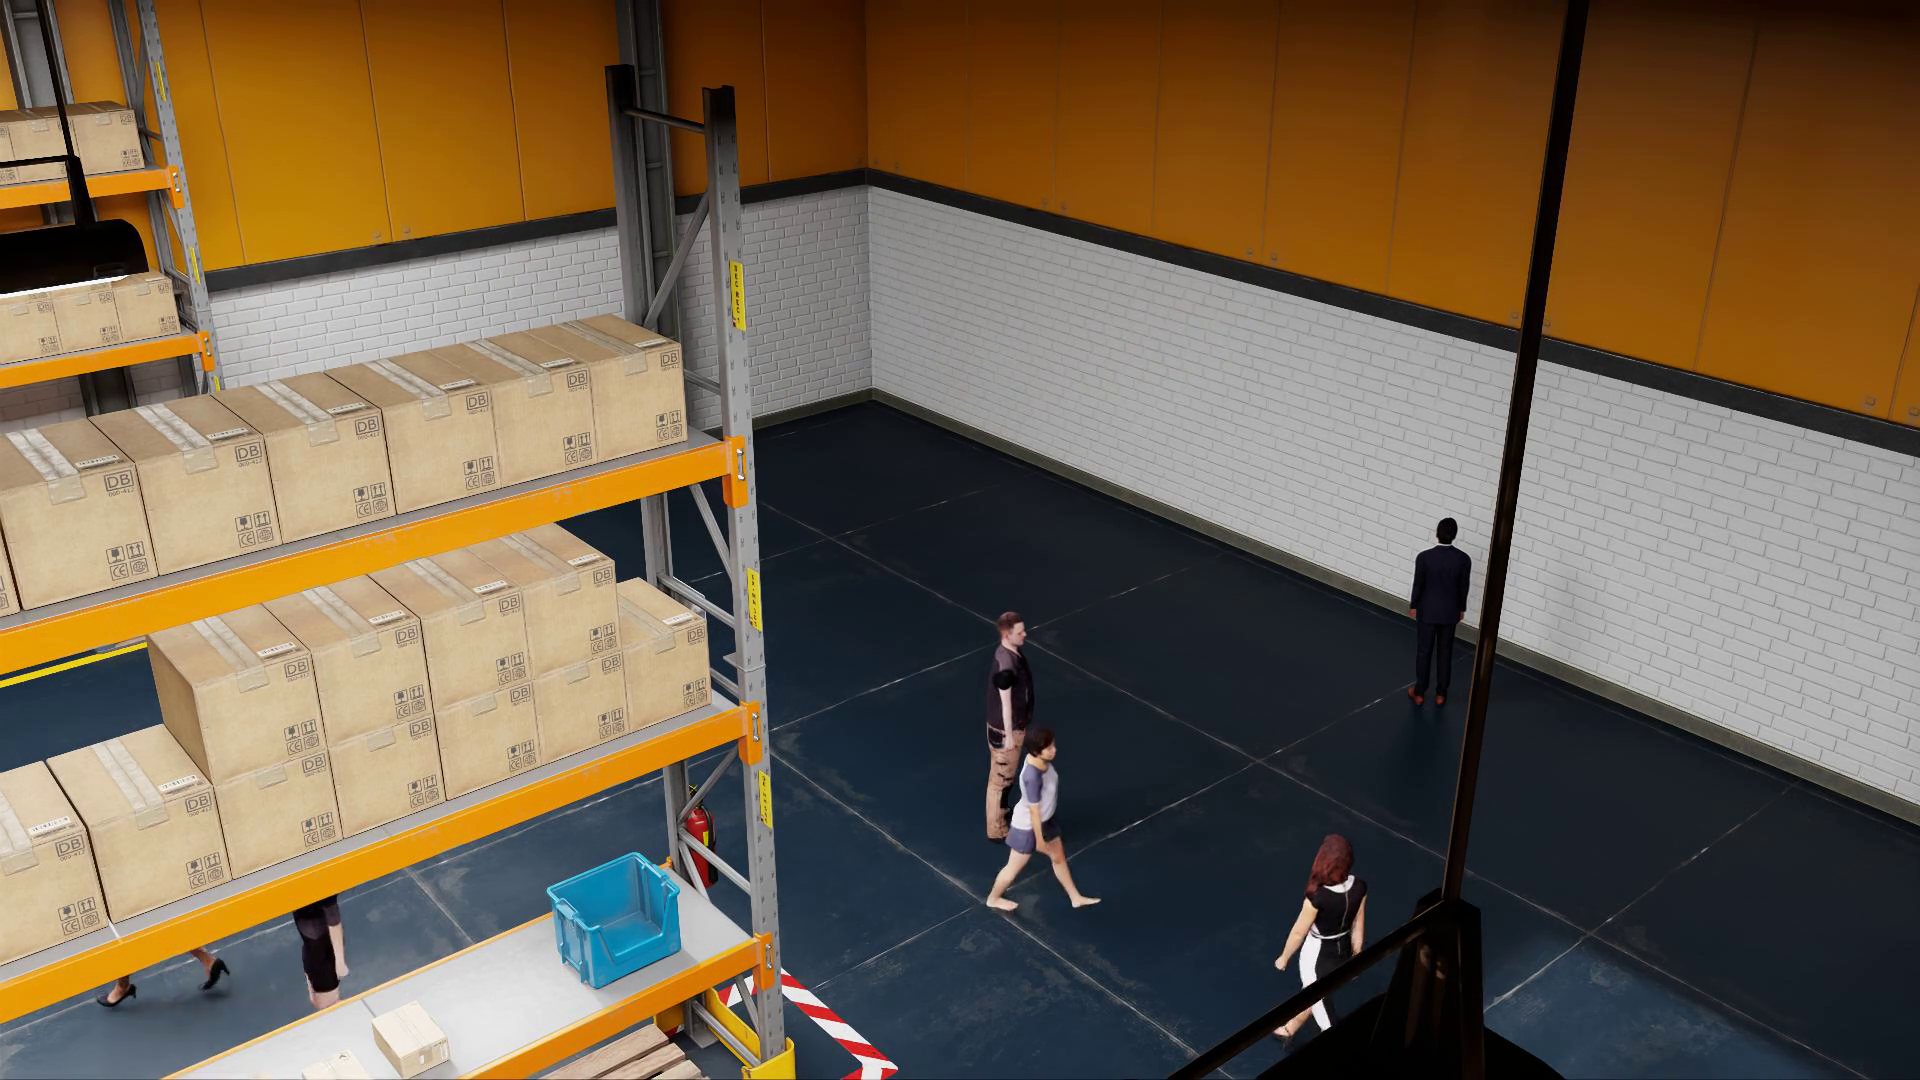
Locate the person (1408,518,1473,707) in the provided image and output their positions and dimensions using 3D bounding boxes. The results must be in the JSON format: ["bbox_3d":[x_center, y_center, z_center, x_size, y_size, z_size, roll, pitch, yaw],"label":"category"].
[{"bbox_3d":[4.101,0.617,14.266,0.699,1.727,0.758,2,24,5],"label":"person"}]

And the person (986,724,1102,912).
[{"bbox_3d":[0.437,1.956,11.469,1.033,1.514,1.022,3,24,8],"label":"person"}]

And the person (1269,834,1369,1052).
[{"bbox_3d":[2.187,2.584,9.735,1.103,1.753,0.811,-12,26,-26],"label":"person"}]

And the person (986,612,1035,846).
[{"bbox_3d":[0.342,1.362,12.420,0.822,1.841,0.767,1,24,3],"label":"person"}]
